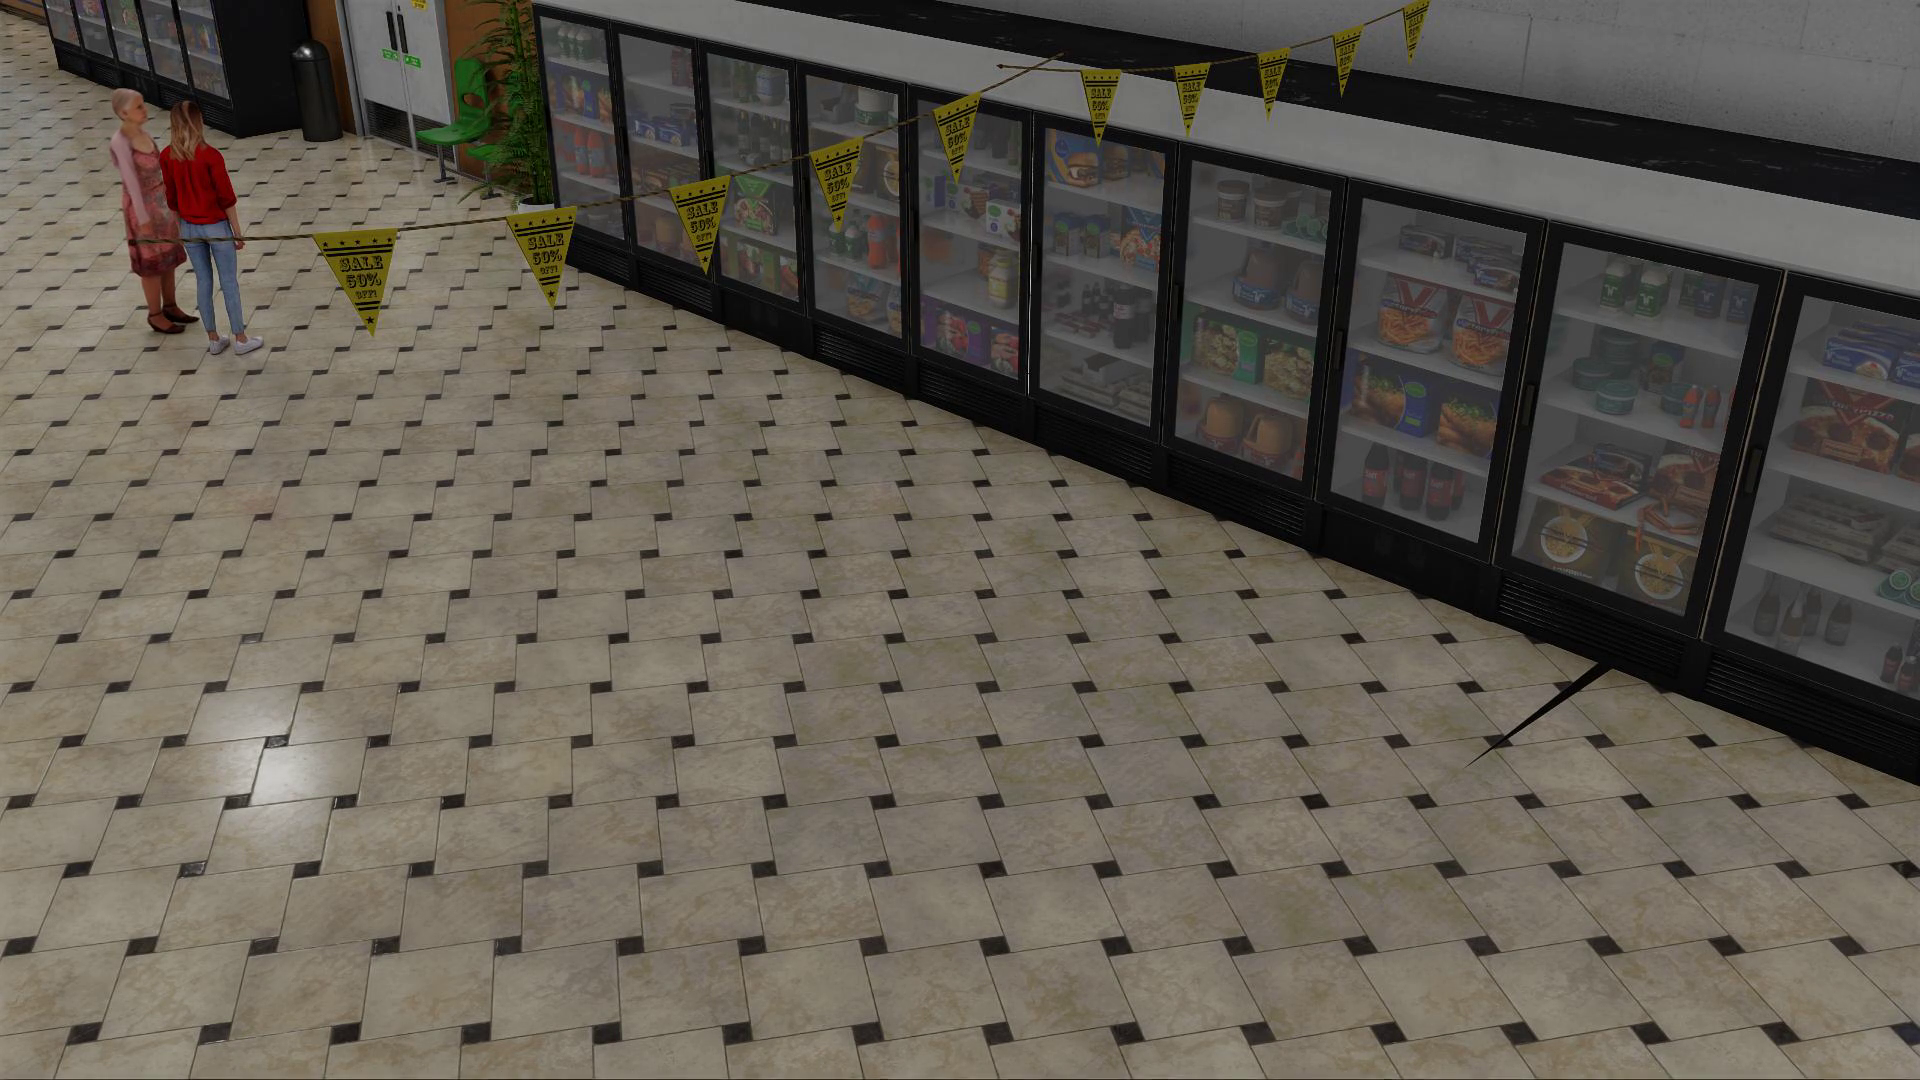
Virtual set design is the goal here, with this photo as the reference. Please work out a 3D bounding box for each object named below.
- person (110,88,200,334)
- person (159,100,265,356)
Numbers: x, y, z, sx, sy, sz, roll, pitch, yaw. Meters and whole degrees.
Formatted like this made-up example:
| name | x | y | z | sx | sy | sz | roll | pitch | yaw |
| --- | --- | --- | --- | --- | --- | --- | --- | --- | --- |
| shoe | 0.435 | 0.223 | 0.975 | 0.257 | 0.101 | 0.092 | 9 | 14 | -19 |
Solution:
| name | x | y | z | sx | sy | sz | roll | pitch | yaw |
| --- | --- | --- | --- | --- | --- | --- | --- | --- | --- |
| person | -5.661 | -2.286 | 11.576 | 0.747 | 1.690 | 0.686 | 0 | 27 | 0 |
| person | -5.056 | -2.081 | 11.157 | 0.690 | 1.702 | 0.723 | 3 | 27 | 5 |
